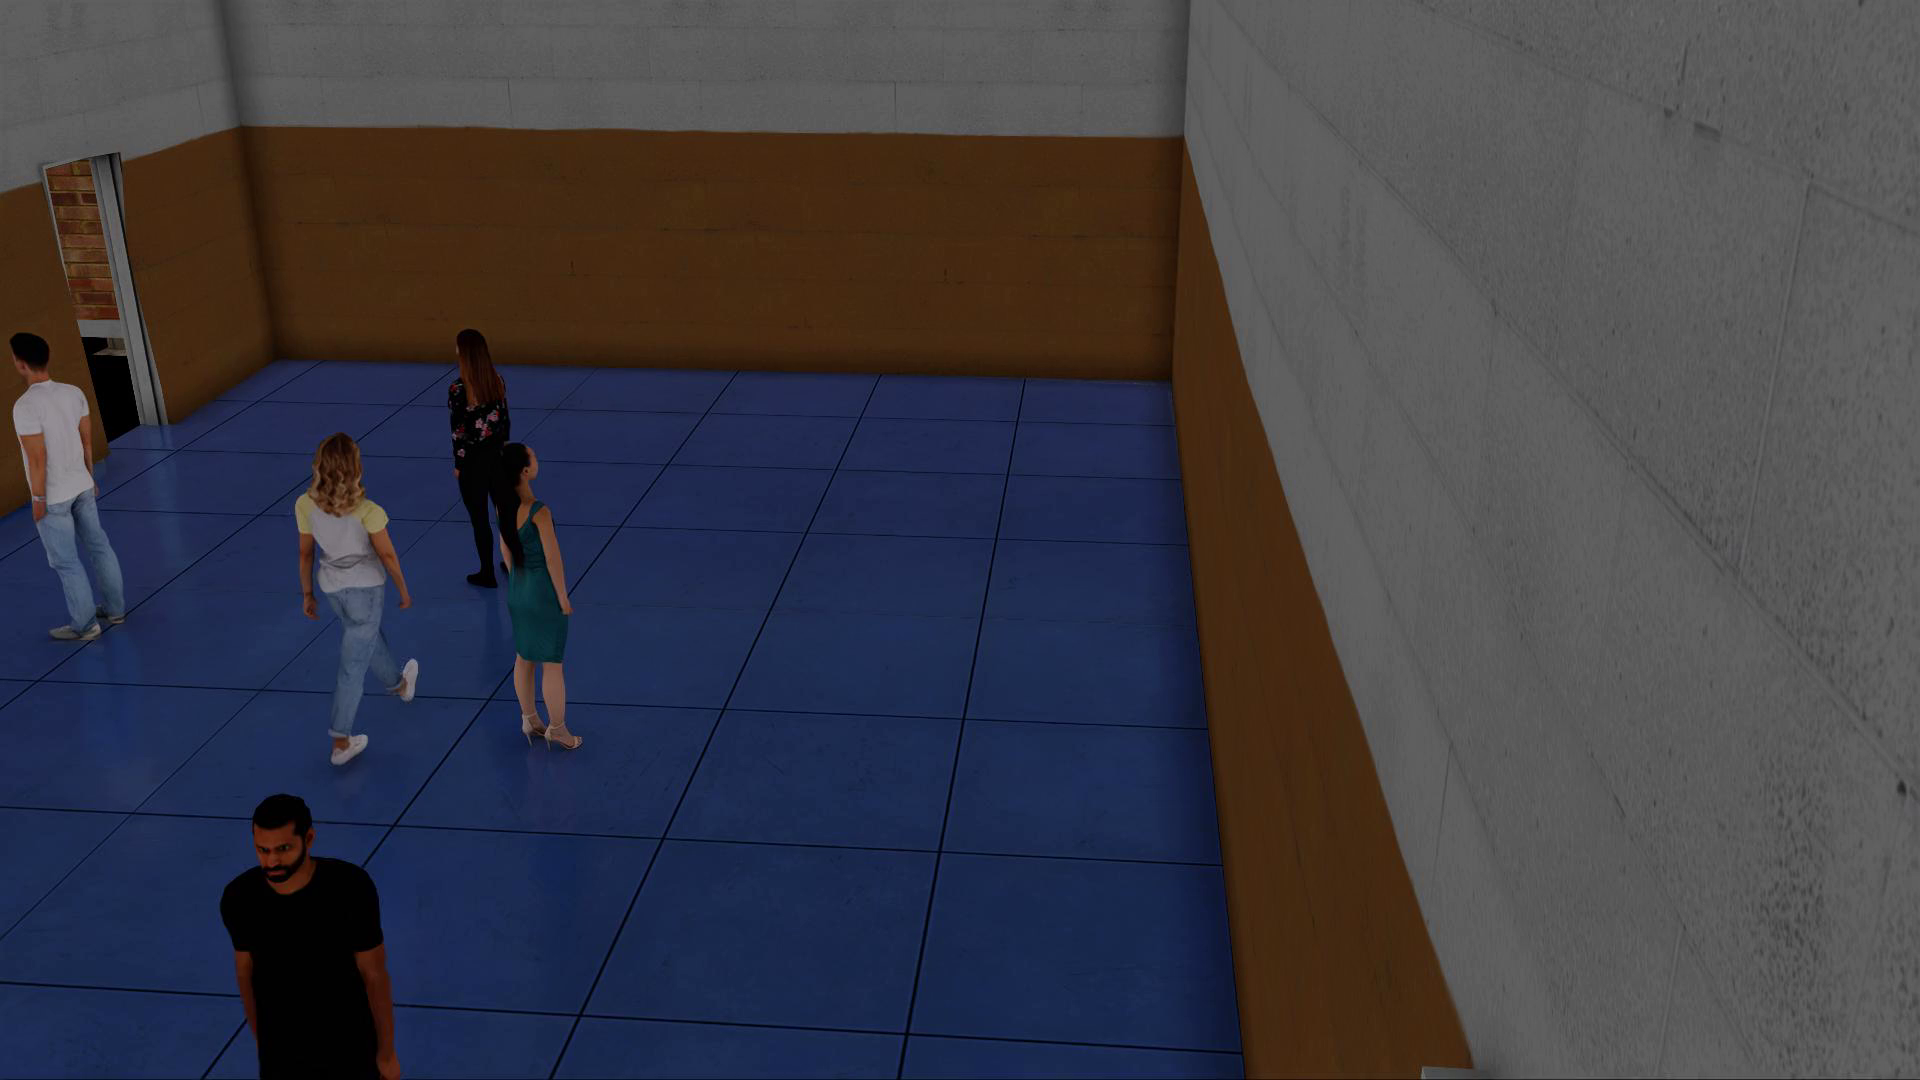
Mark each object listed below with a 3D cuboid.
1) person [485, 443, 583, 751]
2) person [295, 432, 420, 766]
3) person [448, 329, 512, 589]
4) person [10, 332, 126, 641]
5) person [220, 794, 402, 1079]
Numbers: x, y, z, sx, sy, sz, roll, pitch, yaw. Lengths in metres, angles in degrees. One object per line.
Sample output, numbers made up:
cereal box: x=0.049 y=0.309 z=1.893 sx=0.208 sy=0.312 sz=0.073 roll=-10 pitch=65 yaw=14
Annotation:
person: x=-2.183 y=0.297 z=8.540 sx=0.572 sy=1.686 sz=0.676 roll=15 pitch=26 yaw=32
person: x=-3.113 y=0.341 z=8.429 sx=1.098 sy=1.672 sz=0.798 roll=4 pitch=22 yaw=11
person: x=-3.028 y=-0.523 z=10.583 sx=0.672 sy=1.685 sz=0.654 roll=16 pitch=27 yaw=35
person: x=-5.301 y=-0.313 z=9.822 sx=0.592 sy=1.862 sz=0.703 roll=5 pitch=22 yaw=12
person: x=-2.030 y=1.546 z=5.363 sx=0.916 sy=1.737 sz=0.853 roll=-5 pitch=22 yaw=-13
